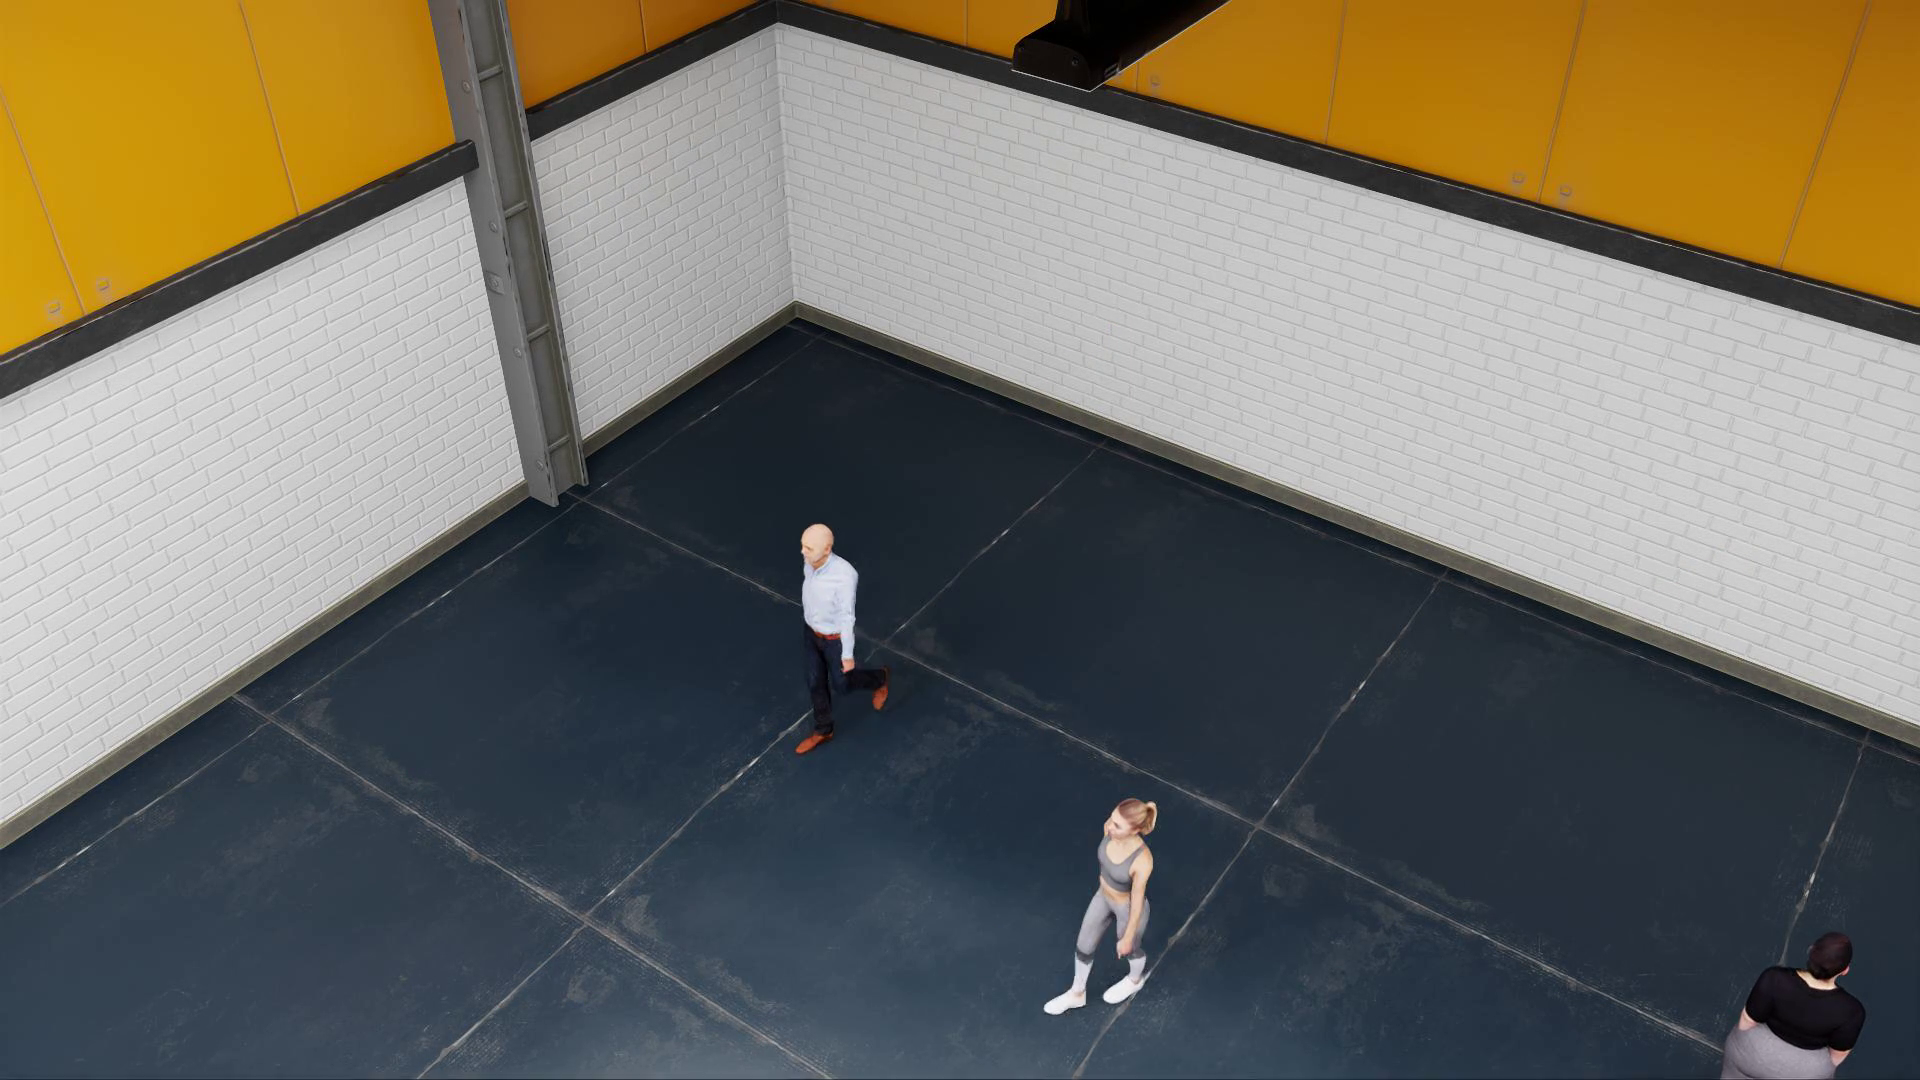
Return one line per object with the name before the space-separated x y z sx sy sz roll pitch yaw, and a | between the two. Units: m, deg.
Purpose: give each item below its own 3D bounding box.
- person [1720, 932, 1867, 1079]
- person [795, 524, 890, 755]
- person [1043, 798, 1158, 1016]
person | 4.070 2.578 8.243 0.666 1.756 0.620 21 43 24
person | -0.773 0.598 10.706 0.729 1.776 1.046 31 48 33
person | 0.946 1.969 9.063 0.954 1.685 0.806 -21 43 -24
